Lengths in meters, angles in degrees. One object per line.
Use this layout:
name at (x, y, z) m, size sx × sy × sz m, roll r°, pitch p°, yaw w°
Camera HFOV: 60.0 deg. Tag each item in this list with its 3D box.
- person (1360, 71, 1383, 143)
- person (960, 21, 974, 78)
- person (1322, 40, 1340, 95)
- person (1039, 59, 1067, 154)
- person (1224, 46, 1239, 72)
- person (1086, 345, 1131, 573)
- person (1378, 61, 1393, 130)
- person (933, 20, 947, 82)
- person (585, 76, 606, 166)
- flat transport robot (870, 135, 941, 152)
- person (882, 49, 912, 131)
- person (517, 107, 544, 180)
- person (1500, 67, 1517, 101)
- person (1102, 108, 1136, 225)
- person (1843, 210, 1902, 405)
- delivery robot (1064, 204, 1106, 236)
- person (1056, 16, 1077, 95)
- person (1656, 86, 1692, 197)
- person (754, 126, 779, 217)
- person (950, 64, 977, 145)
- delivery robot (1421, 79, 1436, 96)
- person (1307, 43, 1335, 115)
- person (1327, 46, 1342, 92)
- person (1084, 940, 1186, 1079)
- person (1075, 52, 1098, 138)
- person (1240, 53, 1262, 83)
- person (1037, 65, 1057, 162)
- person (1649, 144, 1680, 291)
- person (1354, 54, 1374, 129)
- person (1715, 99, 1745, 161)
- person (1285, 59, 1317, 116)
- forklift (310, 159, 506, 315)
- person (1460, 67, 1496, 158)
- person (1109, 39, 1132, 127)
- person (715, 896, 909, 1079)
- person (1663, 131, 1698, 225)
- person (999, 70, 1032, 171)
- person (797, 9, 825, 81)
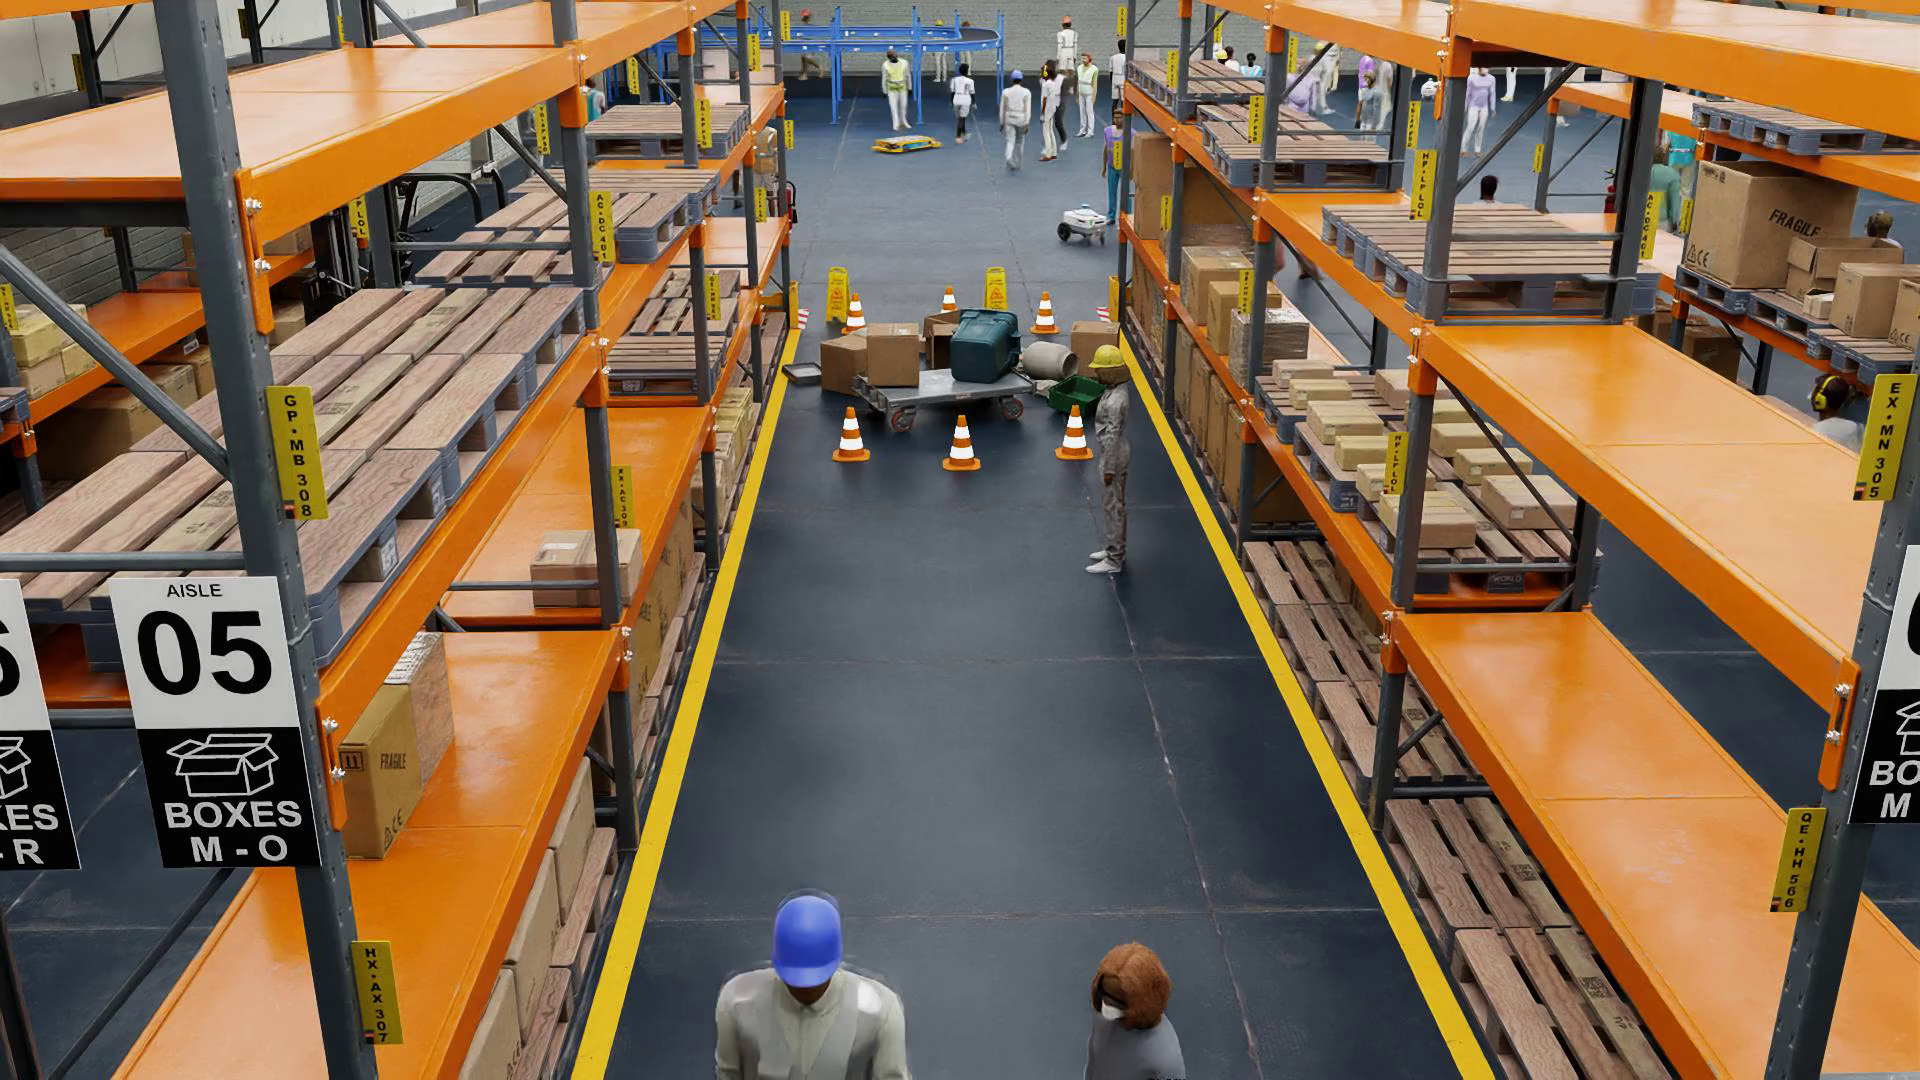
person at (7.629, -7.754, 31.012) m, size 0.382 × 1.928 × 0.639 m, roll -4°, pitch 21°, yaw -10°
person at (0.176, -14.639, 49.617) m, size 0.502 × 1.633 × 0.300 m, roll 19°, pitch 28°, yaw 41°
person at (9.992, -12.962, 44.809) m, size 0.664 × 1.902 × 0.543 m, roll -12°, pitch 24°, yaw -30°
person at (1.931, -8.901, 34.106) m, size 0.615 × 1.884 × 0.894 m, roll 9°, pitch 23°, yaw 23°
person at (5.939, -9.933, 36.798) m, size 0.414 × 1.908 × 0.603 m, roll 16°, pitch 26°, yaw 37°
person at (1.102, -0.604, 12.381) m, size 0.321 × 1.737 × 0.483 m, roll 3°, pitch 21°, yaw 8°
person at (9.495, -9.963, 36.951) m, size 0.416 × 1.848 × 0.566 m, roll 0°, pitch 21°, yaw -1°
person at (-0.601, -14.243, 48.415) m, size 0.492 × 1.743 × 0.295 m, roll -16°, pitch 26°, yaw -37°
person at (-6.941, -7.876, 31.468) m, size 0.522 × 1.830 × 0.704 m, roll 2°, pitch 21°, yaw 6°
flat transport robot at (-1.132, -8.264, 34.658) m, size 0.652 × 0.197 × 1.431 m, roll 18°, pitch 27°, yaw 40°
person at (-1.439, -10.185, 37.622) m, size 0.685 × 1.802 × 0.633 m, roll -3°, pitch 21°, yaw -8°
person at (-7.375, -6.862, 28.797) m, size 0.586 × 1.823 × 0.403 m, roll 17°, pitch 26°, yaw 37°
person at (14.402, -12.409, 43.442) m, size 0.429 × 1.841 × 0.629 m, roll 3°, pitch 21°, yaw 7°
person at (2.506, -5.833, 26.068) m, size 0.562 × 1.834 × 0.395 m, roll 14°, pitch 25°, yaw 33°
person at (9.055, -2.314, 16.613) m, size 0.635 × 1.937 × 0.352 m, roll -11°, pitch 23°, yaw -27°
delivery robot at (1.876, -4.786, 24.939) m, size 0.477 × 0.478 × 0.707 m, roll -14°, pitch 25°, yaw -32°
person at (2.856, -13.062, 44.877) m, size 0.615 × 2.040 × 0.391 m, roll -11°, pitch 24°, yaw -28°
person at (12.404, -6.956, 28.740) m, size 0.702 × 2.000 × 0.537 m, roll 4°, pitch 21°, yaw 9°
person at (-3.039, -5.684, 25.525) m, size 0.551 × 1.933 × 0.370 m, roll 3°, pitch 21°, yaw 7°
person at (0.099, -9.312, 35.501) m, size 0.549 × 1.645 × 0.859 m, roll 13°, pitch 24°, yaw 30°
delivery robot at (12.326, -11.854, 43.624) m, size 0.477 × 0.478 × 0.707 m, roll 8°, pitch 22°, yaw 21°
person at (8.689, -11.171, 40.344) m, size 0.882 × 1.702 × 0.489 m, roll 15°, pitch 26°, yaw 35°
person at (10.261, -13.258, 45.666) m, size 0.392 × 1.847 × 0.563 m, roll -9°, pitch 23°, yaw -23°
person at (0.575, 2.020, 5.595) m, size 0.328 × 1.620 × 0.517 m, roll -10°, pitch 23°, yaw -24°
person at (2.779, -9.725, 36.347) m, size 0.394 × 1.836 × 0.560 m, roll -18°, pitch 27°, yaw -39°
person at (6.619, -10.261, 37.976) m, size 0.544 × 1.688 × 0.328 m, roll 7°, pitch 22°, yaw 18°
person at (1.745, -8.448, 32.949) m, size 0.339 × 1.857 × 0.517 m, roll 9°, pitch 23°, yaw 23°
person at (8.985, -4.154, 21.544) m, size 0.422 × 1.902 × 0.671 m, roll -15°, pitch 26°, yaw -35°
person at (9.248, -10.318, 37.775) m, size 0.370 × 1.931 × 0.552 m, roll -4°, pitch 21°, yaw -9°
person at (11.883, -5.802, 25.753) m, size 0.375 × 1.995 × 0.611 m, roll 7°, pitch 22°, yaw 18°
person at (6.962, -8.830, 33.918) m, size 0.666 × 1.871 × 0.843 m, roll -3°, pitch 21°, yaw -7°
forklift at (-5.622, -2.910, 17.832) m, size 2.313 × 2.155 × 1.214 m, roll -1°, pitch 21°, yaw -1°
person at (10.416, -8.644, 33.366) m, size 0.640 × 1.927 × 0.486 m, roll -6°, pitch 21°, yaw -14°
person at (3.695, -10.452, 38.083) m, size 0.609 × 1.966 × 0.364 m, roll 17°, pitch 27°, yaw 38°
person at (-0.460, 2.000, 5.231) m, size 0.651 × 1.913 × 0.843 m, roll 0°, pitch 21°, yaw -1°
person at (11.351, -5.894, 26.211) m, size 0.564 × 1.840 × 0.396 m, roll 9°, pitch 22°, yaw 21°
person at (1.026, -7.918, 31.512) m, size 0.617 × 1.895 × 0.871 m, roll 3°, pitch 21°, yaw 9°
person at (-4.397, -14.484, 48.668) m, size 0.757 × 2.024 × 0.611 m, roll -7°, pitch 22°, yaw -18°
